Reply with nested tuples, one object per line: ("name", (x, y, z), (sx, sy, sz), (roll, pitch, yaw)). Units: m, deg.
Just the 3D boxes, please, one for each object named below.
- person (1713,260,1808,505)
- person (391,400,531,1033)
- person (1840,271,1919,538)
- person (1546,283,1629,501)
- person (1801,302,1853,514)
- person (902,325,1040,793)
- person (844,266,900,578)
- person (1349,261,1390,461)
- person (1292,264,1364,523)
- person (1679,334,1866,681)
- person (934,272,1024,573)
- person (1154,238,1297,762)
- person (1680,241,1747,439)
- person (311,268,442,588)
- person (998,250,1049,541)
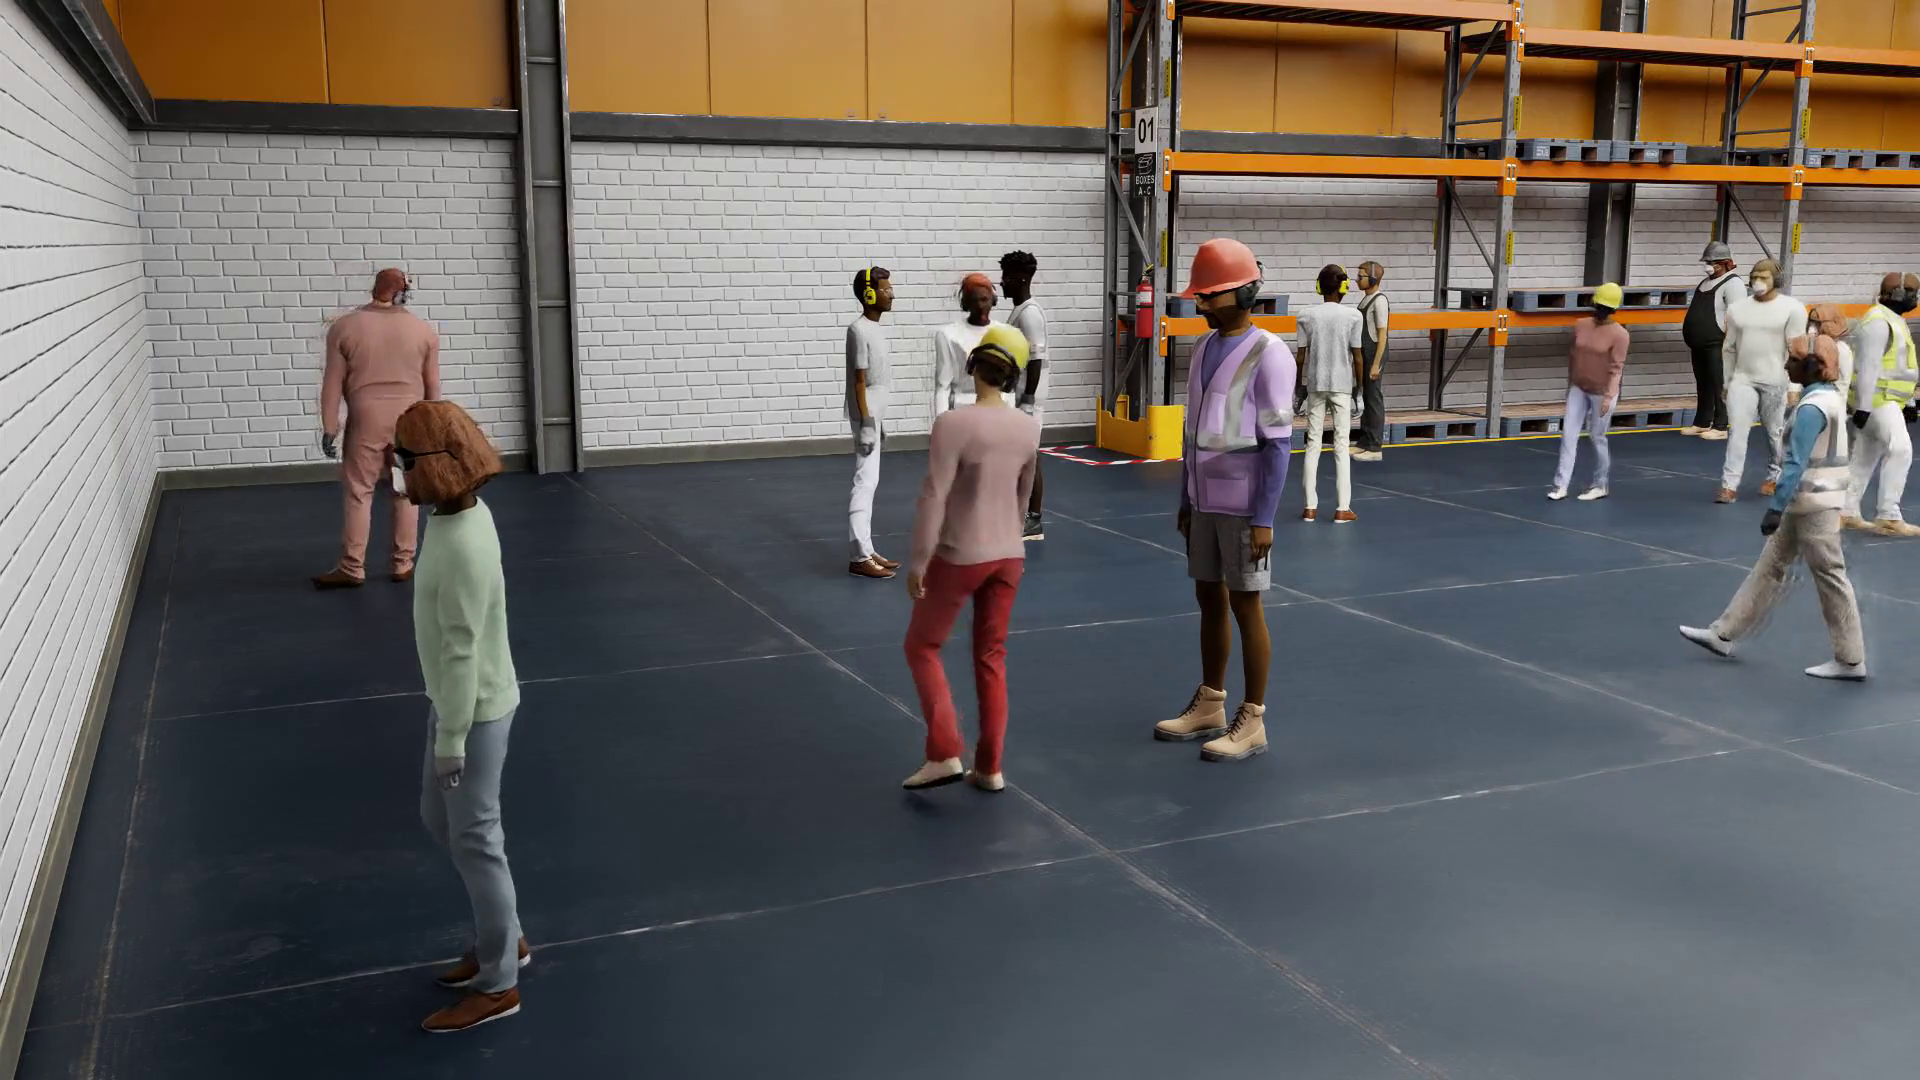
("person", (6.262, -1.239, 13.009), (0.644, 1.891, 1.005), (10, 14, 43))
("person", (-1.281, 0.450, 4.283), (0.287, 1.627, 0.528), (-4, 11, -19))
("person", (6.447, -0.930, 11.487), (0.692, 1.814, 0.649), (7, 12, 34))
("person", (4.857, -1.128, 12.849), (0.700, 1.709, 0.593), (-7, 13, -36))
("person", (5.774, -0.790, 11.202), (0.347, 1.617, 0.513), (0, 10, -2))
("person", (0.055, 0.086, 6.111), (0.619, 1.727, 0.348), (-8, 13, -38))
("person", (-0.533, -0.716, 10.112), (0.332, 1.876, 0.520), (1, 10, 7))
("person", (3.785, -1.652, 15.403), (0.347, 1.847, 0.505), (-1, 10, -3))
("person", (2.666, -1.054, 12.027), (0.521, 1.865, 0.328), (4, 11, 23))
("person", (3.862, -0.159, 7.759), (0.844, 1.589, 0.543), (6, 12, 30))
("person", (0.083, -0.748, 10.381), (0.575, 1.854, 0.938), (-5, 11, -26))
("person", (1.032, -0.151, 6.525), (0.388, 2.034, 0.605), (-5, 11, -26))
("person", (7.738, -2.065, 17.163), (0.535, 2.000, 0.682), (-1, 10, -4))
("person", (-3.486, -0.660, 9.840), (0.829, 1.868, 0.406), (-5, 11, -25))
("person", (0.417, -0.978, 11.313), (0.361, 1.964, 0.618), (-1, 10, -5))
